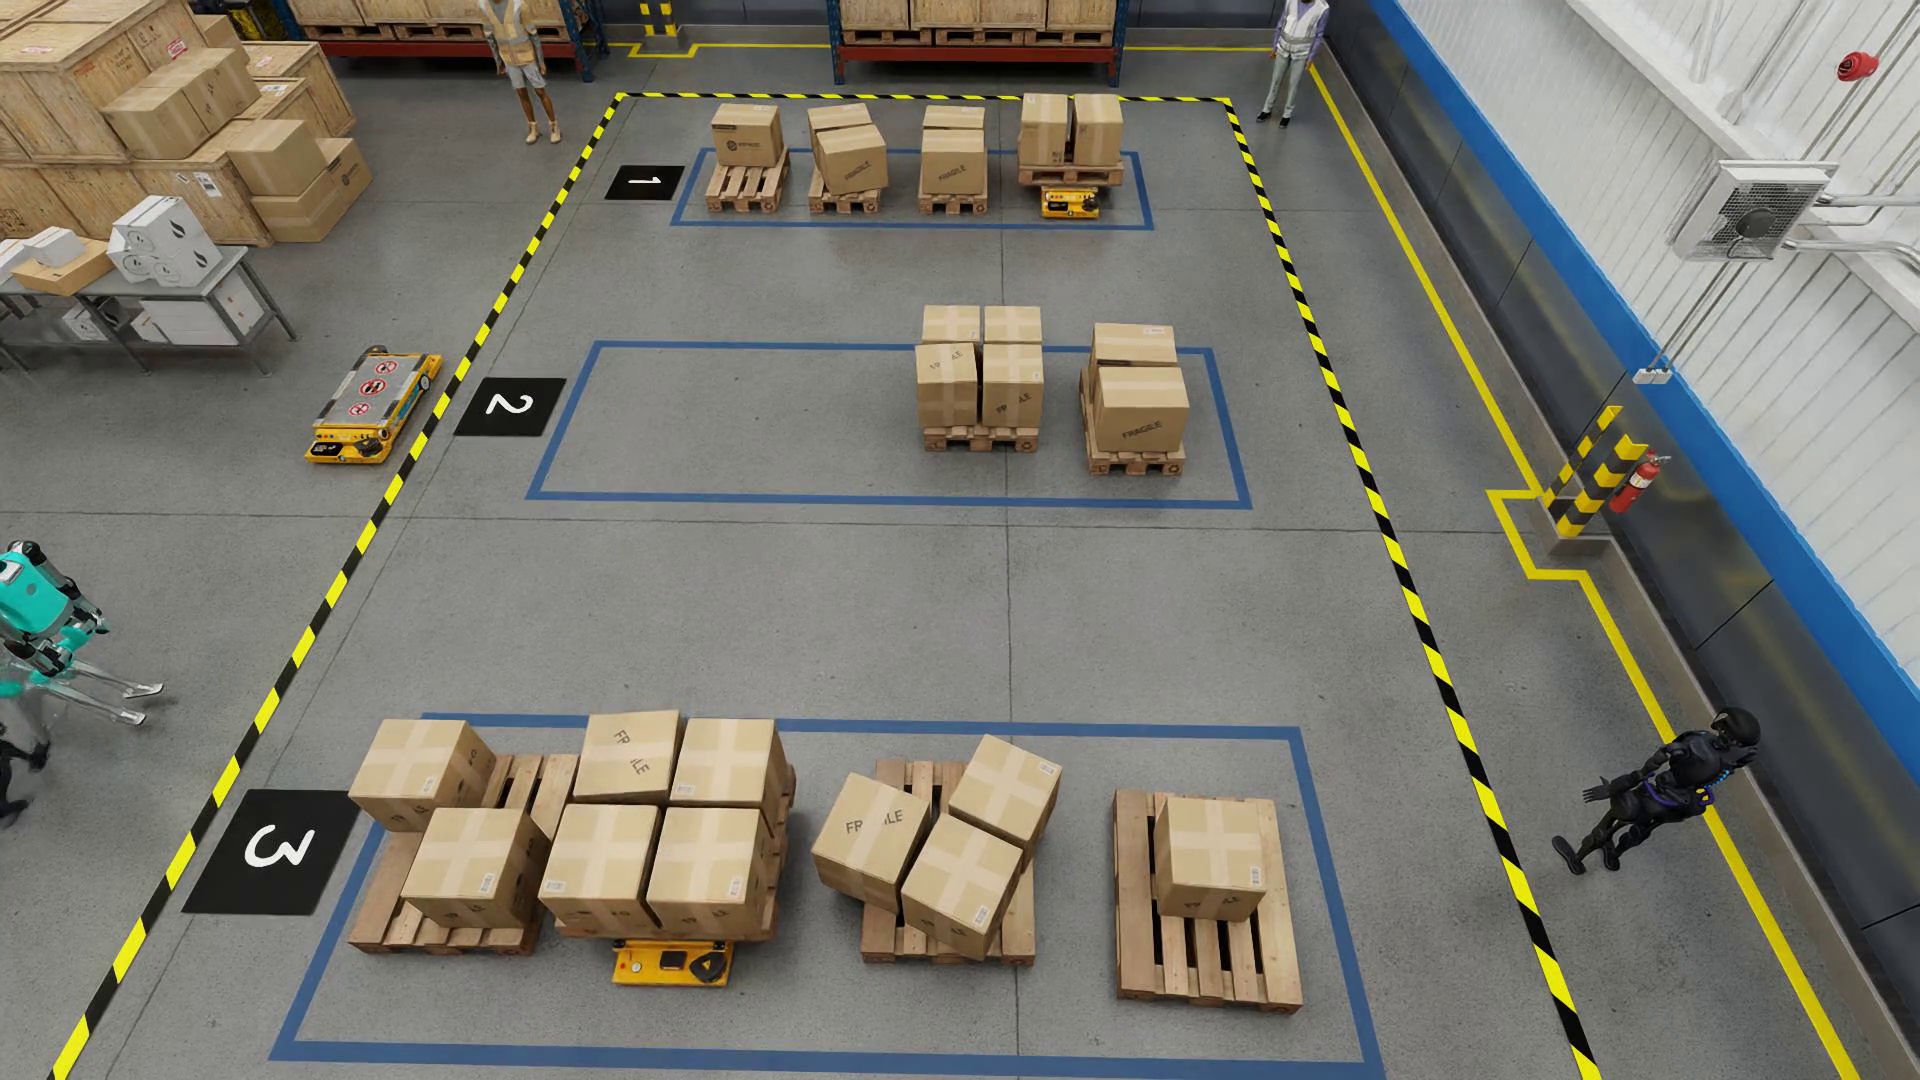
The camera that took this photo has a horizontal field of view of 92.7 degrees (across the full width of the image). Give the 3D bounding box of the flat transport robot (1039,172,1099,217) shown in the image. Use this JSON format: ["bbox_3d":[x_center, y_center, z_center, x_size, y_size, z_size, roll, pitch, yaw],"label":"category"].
[{"bbox_3d":[1.292,-4.352,11.031,0.652,0.197,1.431,1,50,1],"label":"flat transport robot"}]

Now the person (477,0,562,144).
[{"bbox_3d":[-5.383,-5.864,11.168,0.615,2.041,0.376,-1,50,-1],"label":"person"}]

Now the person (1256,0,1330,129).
[{"bbox_3d":[4.212,-6.180,11.571,0.590,1.832,0.404,29,56,22],"label":"person"}]

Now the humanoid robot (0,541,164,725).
[{"bbox_3d":[-5.855,0.605,5.805,0.735,1.677,0.533,0,50,0],"label":"humanoid robot"}]

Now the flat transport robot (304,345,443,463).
[{"bbox_3d":[-5.383,-1.269,8.441,0.659,0.231,1.431,1,50,1],"label":"flat transport robot"}]

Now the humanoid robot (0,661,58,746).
[{"bbox_3d":[-6.375,0.804,5.750,0.549,1.829,0.718,6,50,5],"label":"humanoid robot"}]

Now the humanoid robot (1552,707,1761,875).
[{"bbox_3d":[3.955,1.445,5.212,0.599,1.657,0.315,-1,50,-1],"label":"humanoid robot"}]

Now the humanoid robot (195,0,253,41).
[{"bbox_3d":[-9.563,-6.507,11.948,0.461,1.641,0.586,-2,50,-2],"label":"humanoid robot"}]

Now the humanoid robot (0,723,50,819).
[{"bbox_3d":[-6.248,1.117,5.517,0.609,1.645,0.626,0,50,0],"label":"humanoid robot"}]

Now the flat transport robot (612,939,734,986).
[{"bbox_3d":[-1.659,1.971,5.681,0.652,0.197,1.431,1,50,1],"label":"flat transport robot"}]
